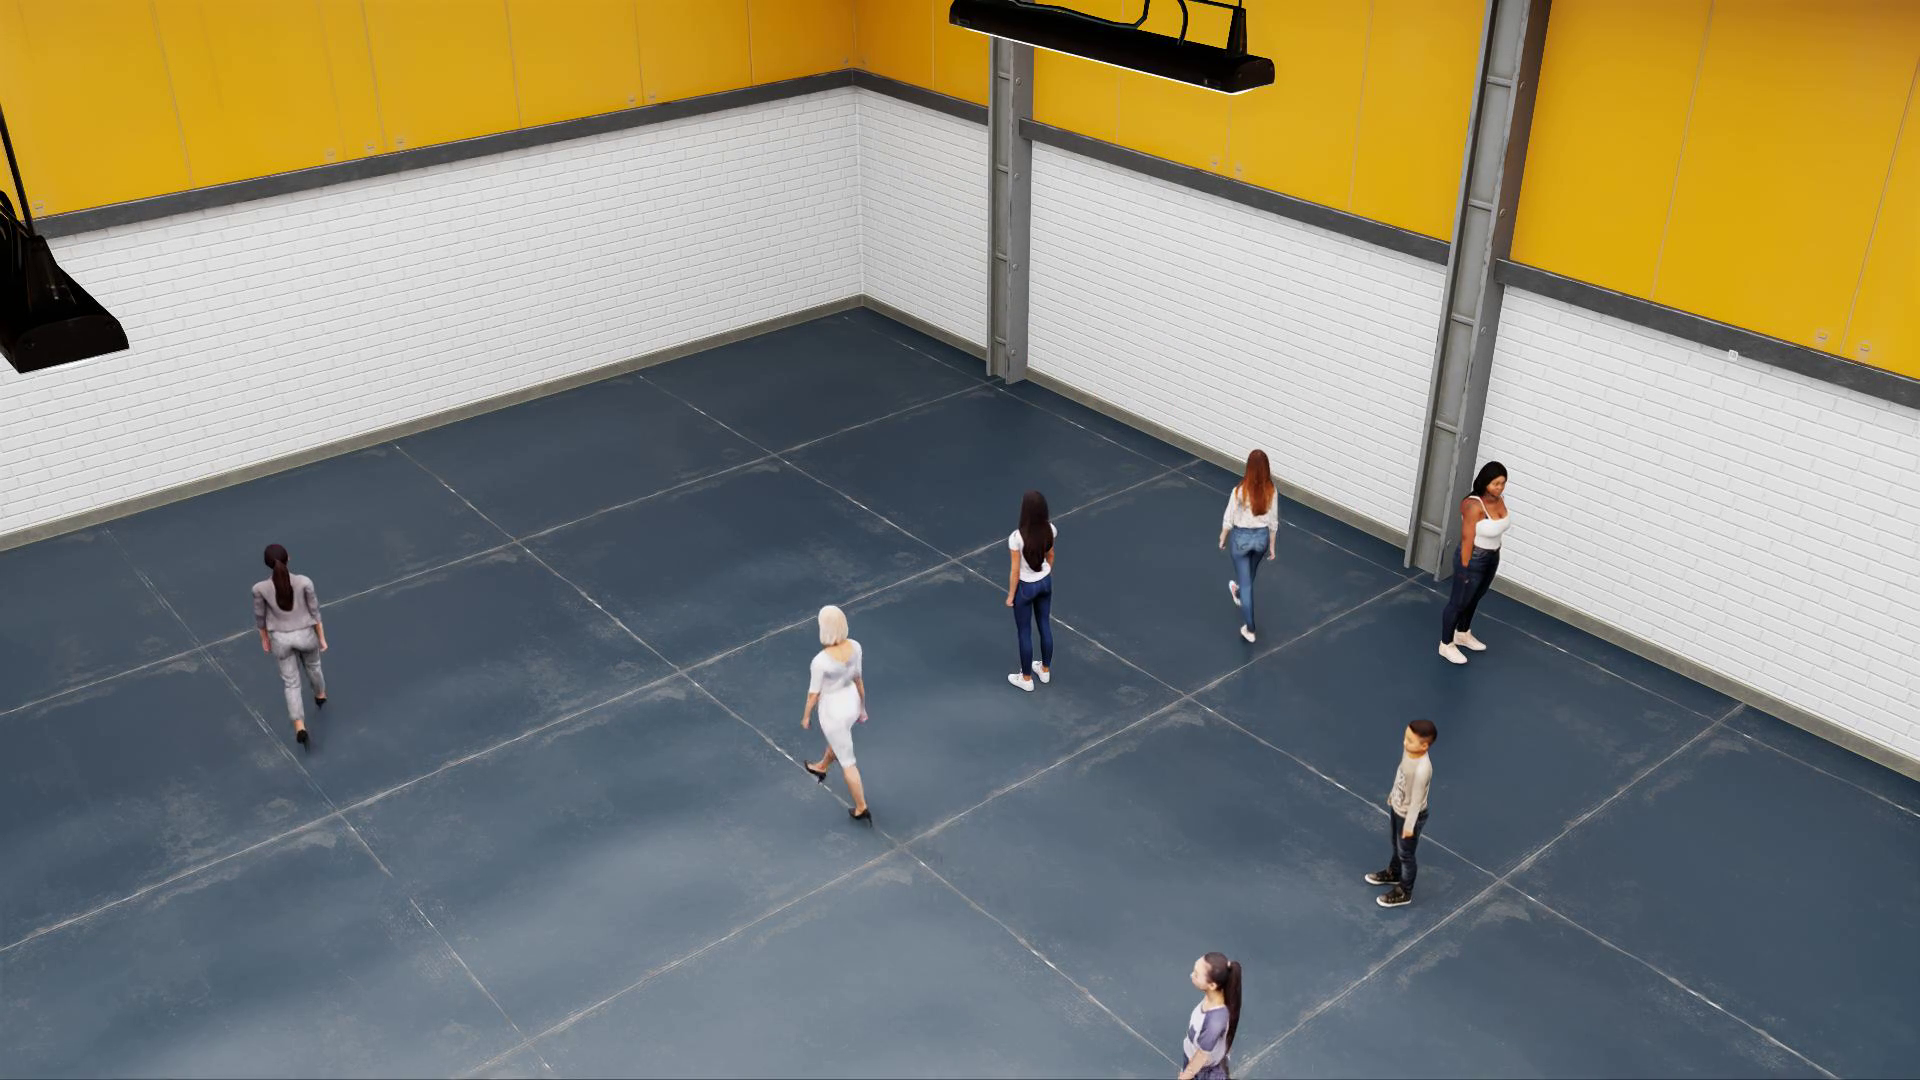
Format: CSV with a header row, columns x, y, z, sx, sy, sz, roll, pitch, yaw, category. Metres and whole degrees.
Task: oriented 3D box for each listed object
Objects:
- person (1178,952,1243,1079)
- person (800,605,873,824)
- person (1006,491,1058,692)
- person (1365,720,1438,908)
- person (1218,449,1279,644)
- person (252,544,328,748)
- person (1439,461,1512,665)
x,y,z,sx,sy,sz,roll,pitch,yaw,category
1.437,2.928,9.012,1.085,1.613,0.976,5,29,9,person
-0.807,1.296,11.907,0.641,1.705,1.059,-25,38,-38,person
0.590,0.405,13.468,0.613,1.775,0.535,-18,33,-30,person
3.035,1.813,11.212,0.697,1.464,0.627,0,29,0,person
2.490,0.080,14.157,0.974,1.686,1.179,-4,29,-8,person
-5.149,0.833,12.824,0.853,1.640,1.099,-10,30,-17,person
4.295,0.155,13.892,0.626,1.807,0.586,-23,36,-36,person
